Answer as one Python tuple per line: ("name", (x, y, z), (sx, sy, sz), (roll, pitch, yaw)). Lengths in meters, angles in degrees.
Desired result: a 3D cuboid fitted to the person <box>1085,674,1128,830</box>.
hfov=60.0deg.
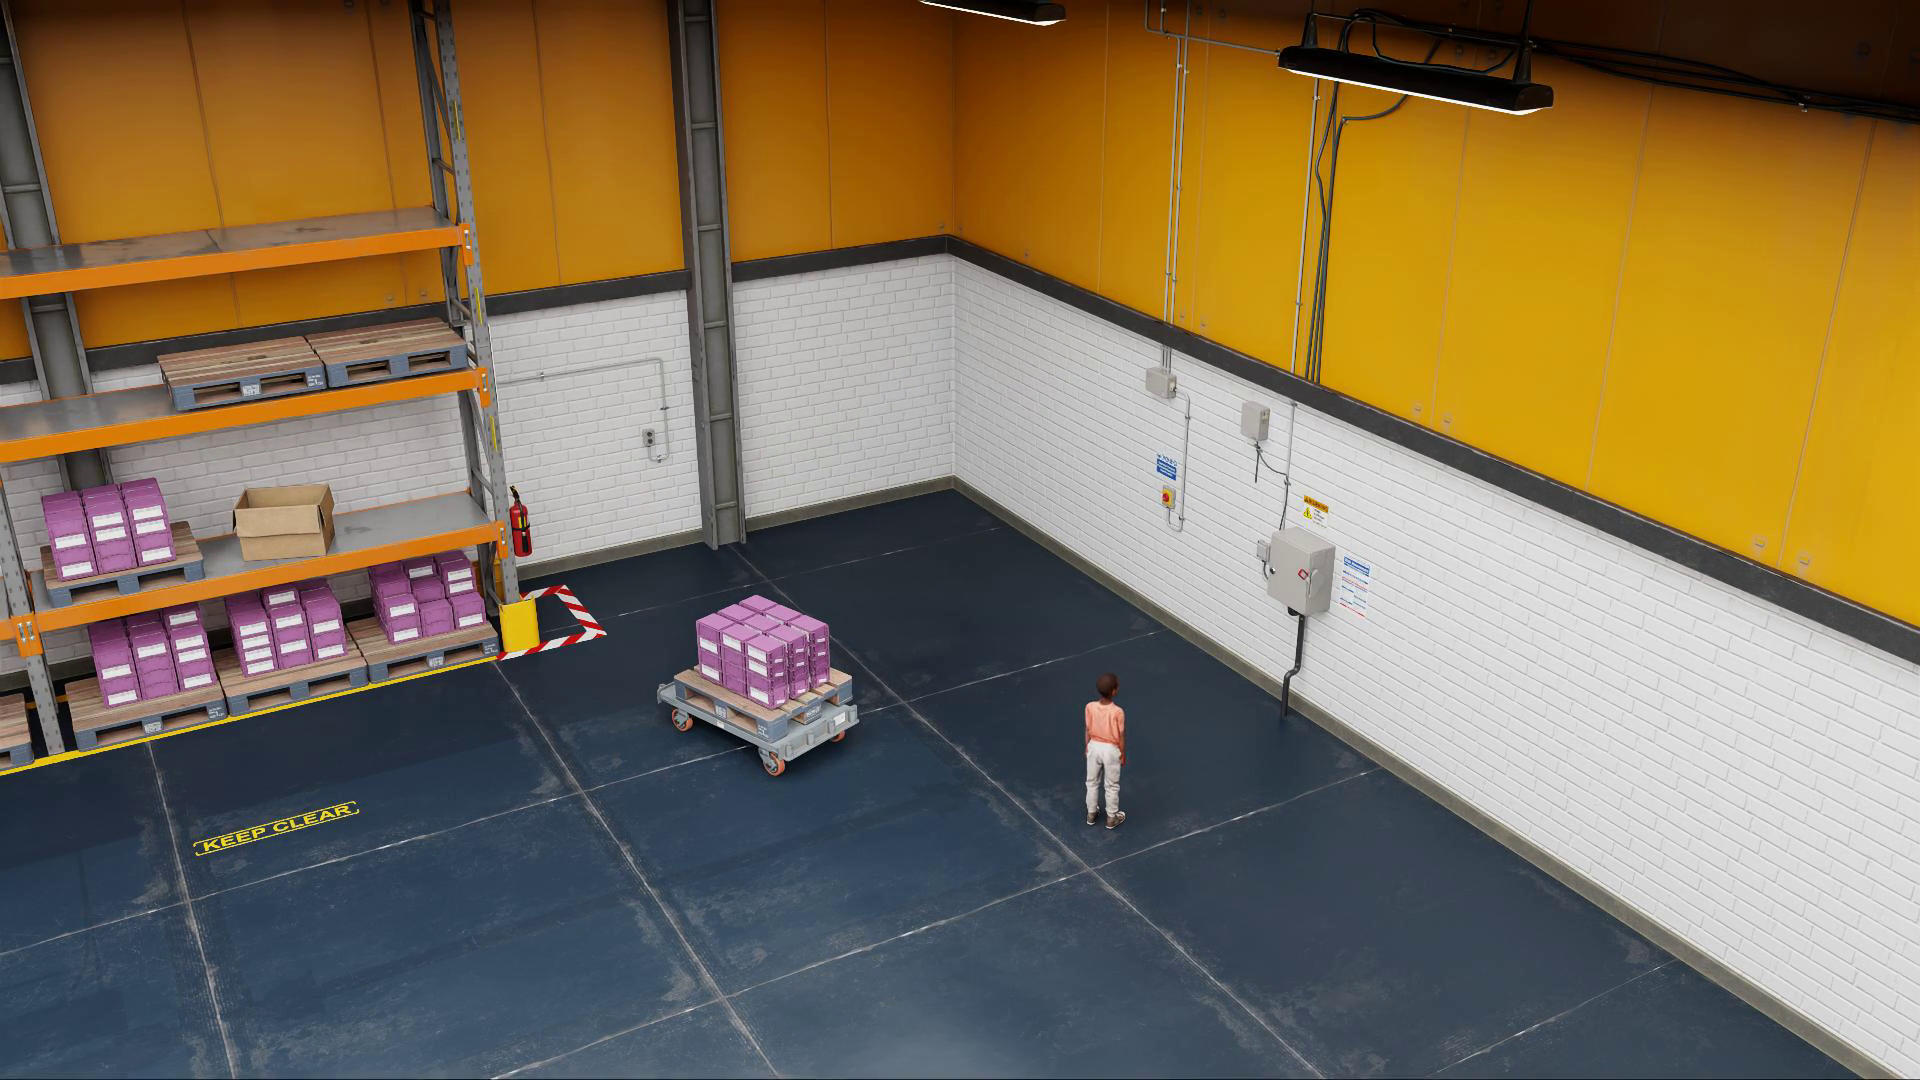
("person", (1.127, 1.644, 12.993), (0.570, 1.310, 0.609), (11, 26, 24))
